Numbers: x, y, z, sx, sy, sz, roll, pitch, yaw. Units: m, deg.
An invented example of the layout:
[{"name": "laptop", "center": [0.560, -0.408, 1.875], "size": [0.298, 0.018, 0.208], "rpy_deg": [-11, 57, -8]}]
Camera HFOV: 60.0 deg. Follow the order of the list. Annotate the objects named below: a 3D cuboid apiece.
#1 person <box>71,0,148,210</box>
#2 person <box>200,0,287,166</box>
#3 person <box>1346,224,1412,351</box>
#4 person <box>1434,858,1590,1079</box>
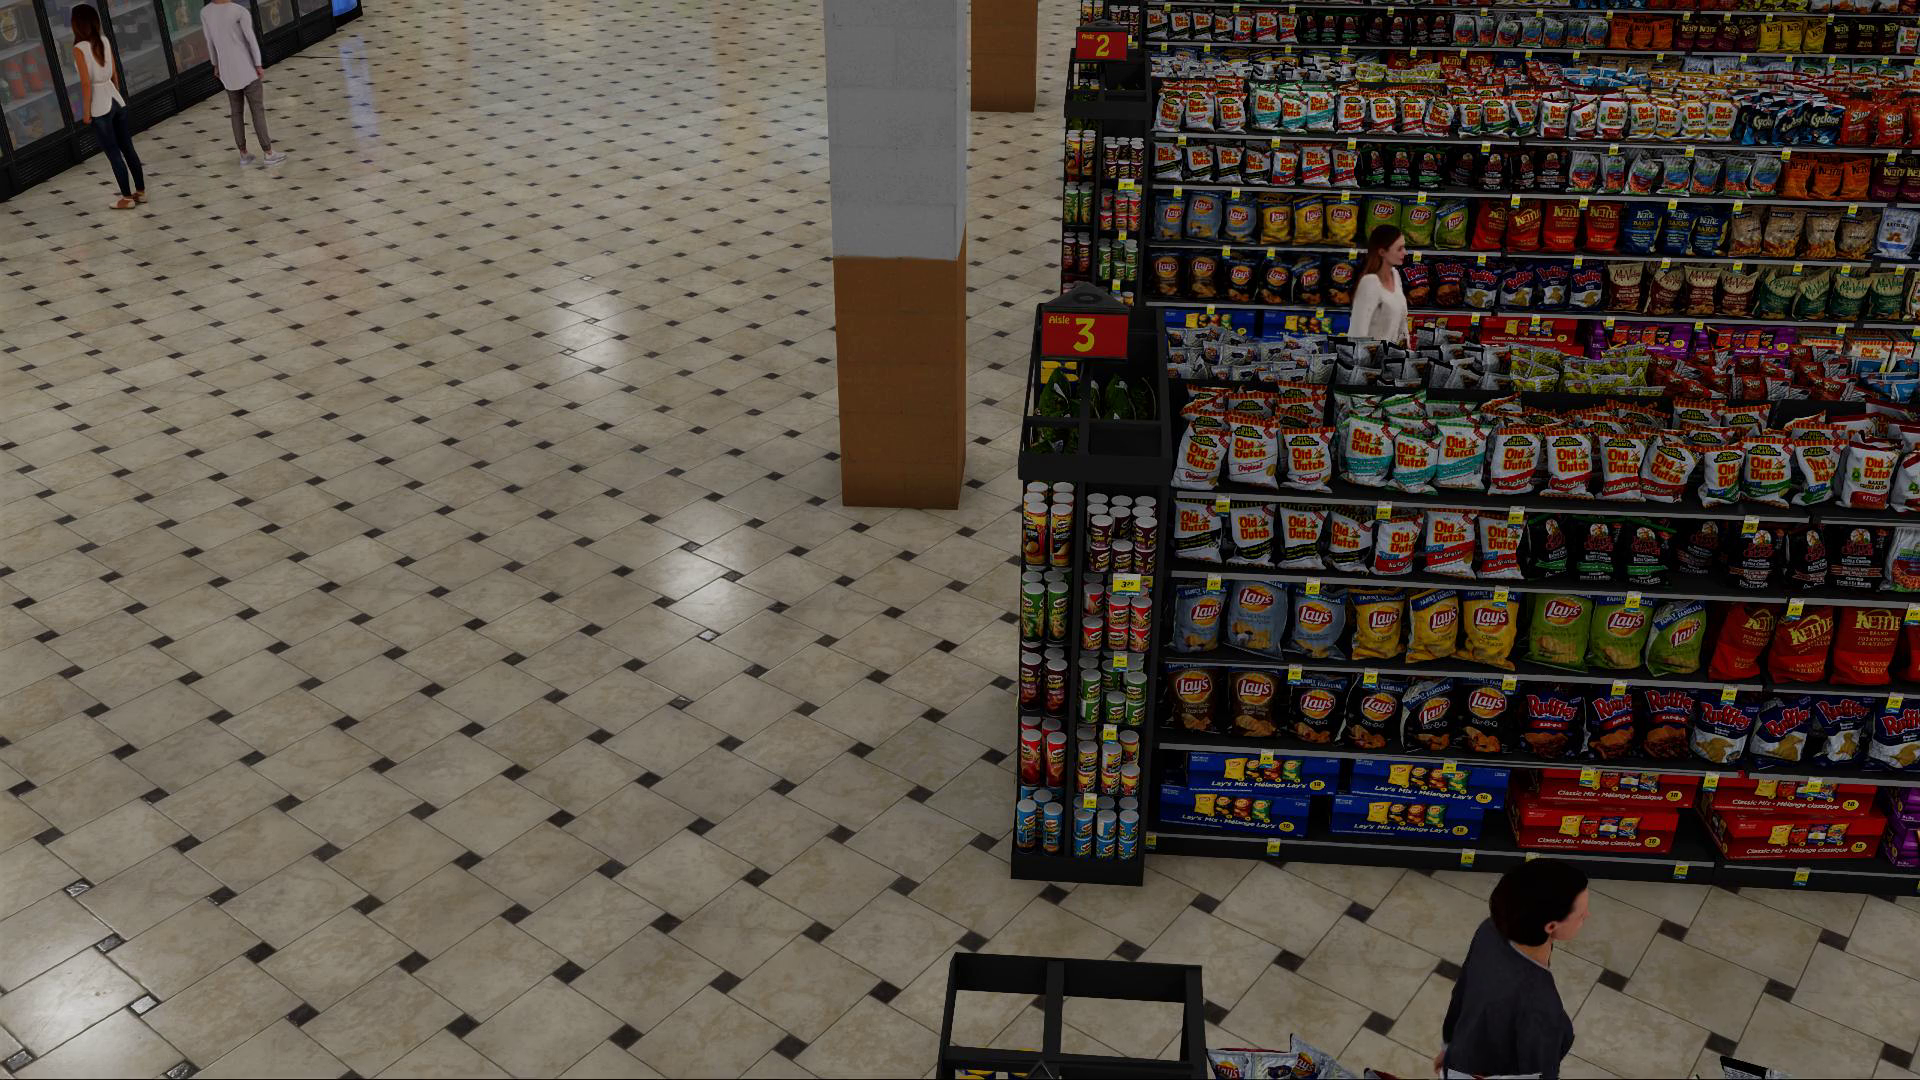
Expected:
[{"name": "person", "center": [-7.575, -3.843, 14.781], "size": [0.584, 1.784, 0.633], "rpy_deg": [8, 30, 14]}, {"name": "person", "center": [-6.950, -4.542, 16.010], "size": [0.503, 1.834, 0.725], "rpy_deg": [4, 29, 6]}, {"name": "person", "center": [2.303, -1.031, 9.778], "size": [1.188, 1.644, 0.946], "rpy_deg": [16, 33, 27]}, {"name": "person", "center": [1.438, 1.632, 4.790], "size": [0.861, 1.749, 0.710], "rpy_deg": [-2, 29, -3]}]
